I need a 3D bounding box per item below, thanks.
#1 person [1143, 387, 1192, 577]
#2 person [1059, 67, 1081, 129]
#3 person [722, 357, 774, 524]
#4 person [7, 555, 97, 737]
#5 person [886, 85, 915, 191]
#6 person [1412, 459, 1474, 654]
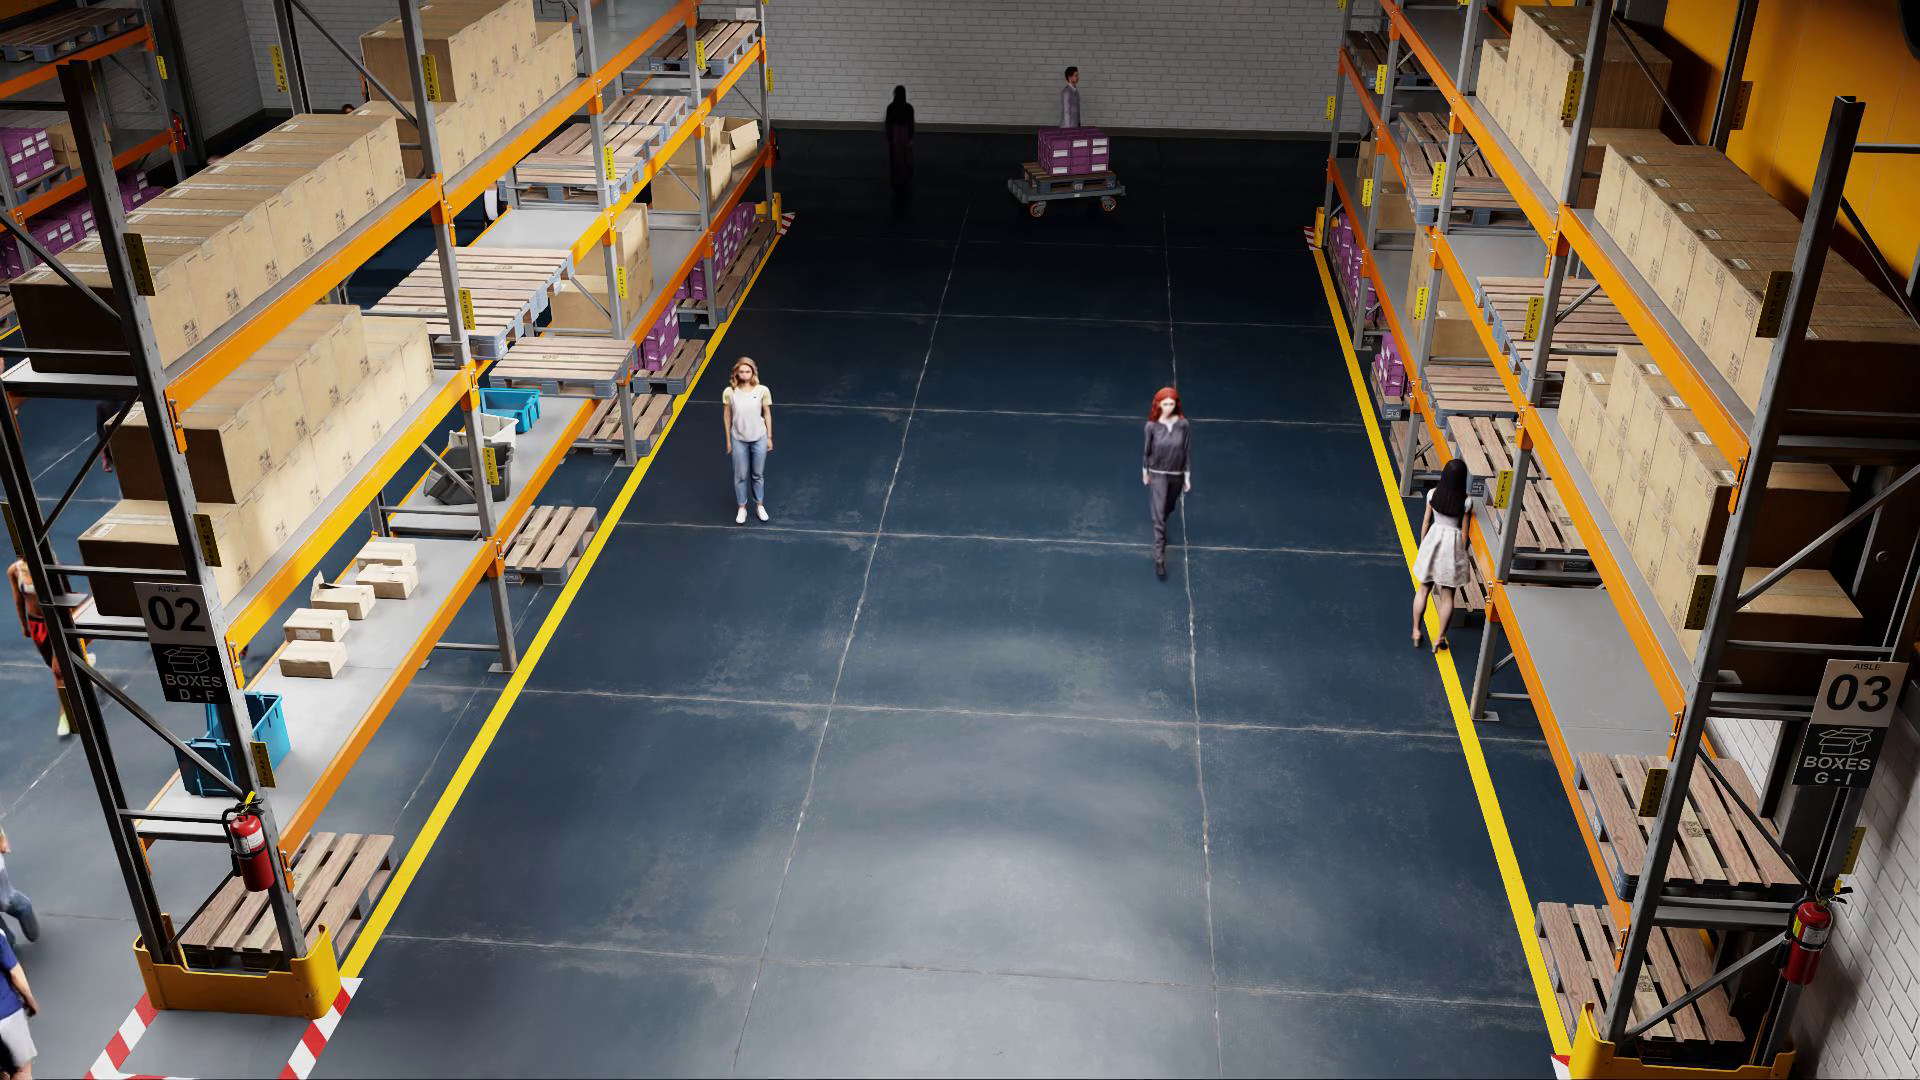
[{"bbox_3d":[1.924,-0.610,15.533,0.699,1.737,1.187,-2,29,-3],"label":"person"},{"bbox_3d":[1.720,-6.567,26.334,0.772,1.852,0.581,7,29,13],"label":"person"},{"bbox_3d":[-2.068,-0.988,16.236,0.686,1.727,0.649,-6,29,-11],"label":"person"},{"bbox_3d":[-7.177,0.645,13.212,0.779,1.756,1.097,-4,29,-7],"label":"person"},{"bbox_3d":[-0.962,-6.305,26.108,0.654,1.608,1.091,0,29,1],"label":"person"},{"bbox_3d":[4.109,0.129,14.144,0.773,1.769,0.794,18,33,29],"label":"person"}]
